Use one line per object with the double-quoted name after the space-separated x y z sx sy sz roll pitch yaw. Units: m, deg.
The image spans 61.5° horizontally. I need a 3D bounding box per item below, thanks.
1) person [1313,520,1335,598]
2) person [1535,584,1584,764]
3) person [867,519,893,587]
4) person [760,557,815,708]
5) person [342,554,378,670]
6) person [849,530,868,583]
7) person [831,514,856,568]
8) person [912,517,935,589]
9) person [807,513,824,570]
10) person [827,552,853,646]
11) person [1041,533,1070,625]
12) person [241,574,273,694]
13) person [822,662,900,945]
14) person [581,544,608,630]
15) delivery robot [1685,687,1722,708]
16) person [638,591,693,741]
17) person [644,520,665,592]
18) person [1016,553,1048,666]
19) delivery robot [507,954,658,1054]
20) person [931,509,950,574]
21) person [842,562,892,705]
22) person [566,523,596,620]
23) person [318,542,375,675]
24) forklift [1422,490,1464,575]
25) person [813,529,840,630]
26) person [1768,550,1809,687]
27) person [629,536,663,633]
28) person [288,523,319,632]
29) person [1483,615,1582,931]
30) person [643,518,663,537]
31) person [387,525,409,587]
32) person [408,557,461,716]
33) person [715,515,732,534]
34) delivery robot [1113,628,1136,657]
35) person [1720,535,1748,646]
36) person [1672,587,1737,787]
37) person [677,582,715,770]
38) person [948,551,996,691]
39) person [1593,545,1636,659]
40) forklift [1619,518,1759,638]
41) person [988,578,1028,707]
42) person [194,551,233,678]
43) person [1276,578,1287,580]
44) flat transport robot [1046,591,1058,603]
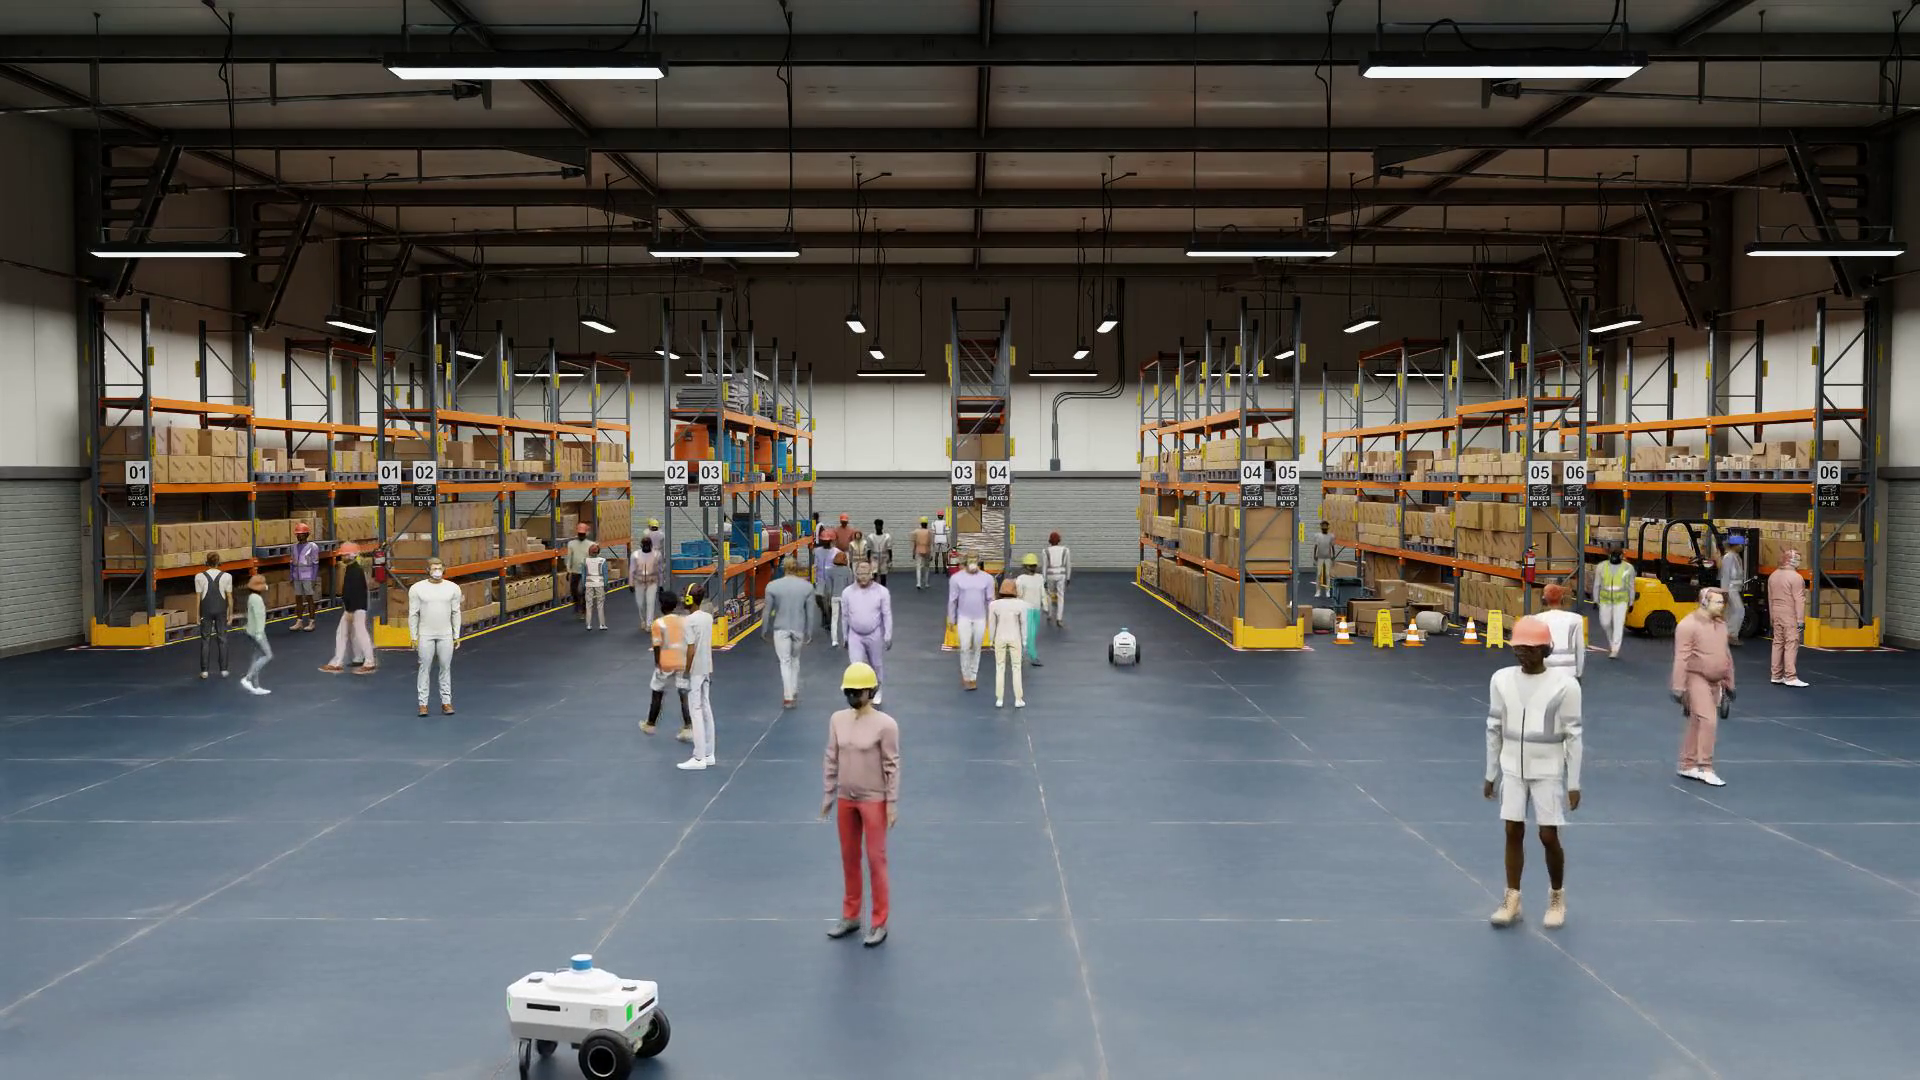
8.818 0.455 39.076 0.535 1.868 0.309 0 2 11 "person"
6.152 1.368 16.679 0.571 1.834 1.014 1 2 17 "person"
-1.866 0.488 37.455 0.610 1.935 0.852 0 2 -1 "person"
-2.229 1.168 20.692 0.649 1.905 0.901 -1 2 -24 "person"
-9.181 1.062 24.598 0.473 1.799 0.604 -2 3 -34 "person"
-2.491 0.556 39.756 0.511 1.610 0.780 0 2 -9 "person"
-3.013 0.306 41.659 0.638 1.949 0.952 0 2 -2 "person"
-0.953 0.333 42.009 0.587 1.886 0.980 0 2 4 "person"
-4.217 0.122 47.506 0.998 1.869 0.608 -1 3 -31 "person"
-2.054 1.015 27.874 0.498 1.634 0.278 1 2 20 "person"
1.895 0.765 31.919 0.587 1.831 1.009 0 2 -2 "person"
-9.399 1.267 21.659 0.342 1.621 0.527 -1 3 -29 "person"
-0.628 1.651 10.246 0.529 1.769 0.330 1 3 33 "person"
-6.952 0.898 30.746 0.513 1.641 0.309 0 2 4 "person"
9.140 1.840 19.851 0.477 0.478 0.707 1 2 18 "delivery robot"
-3.245 1.393 17.997 0.547 1.653 0.846 -2 3 -41 "person"
-7.674 0.410 40.633 0.588 1.833 0.404 -1 2 -14 "person"
1.072 1.069 25.249 0.522 1.738 0.773 -2 3 -40 "person"
-1.878 2.310 8.027 0.707 0.478 0.477 1 2 15 "delivery robot"
-0.578 0.042 48.615 0.552 1.934 0.367 0 2 11 "person"
-1.177 1.202 20.494 0.652 1.866 0.996 0 2 4 "person"
-7.710 0.645 32.863 0.650 1.977 0.482 0 2 -1 "person"
-9.054 1.015 23.776 0.904 1.956 0.650 -1 3 -30 "person"
13.926 -0.371 47.846 1.873 2.768 1.129 0 2 0 "forklift"
-2.545 0.756 30.851 0.570 1.917 0.419 1 2 14 "person"
11.625 1.091 22.615 0.403 1.904 0.652 0 2 -8 "person"
-5.942 0.820 30.617 0.633 1.816 0.814 0 2 -5 "person"
-12.436 0.707 30.560 0.608 2.044 0.370 1 2 15 "person"
3.731 1.505 10.551 0.623 2.043 0.411 2 3 43 "person"
-8.416 0.289 44.411 0.648 1.781 0.814 -2 3 -34 "person"
-12.514 0.540 36.081 0.551 1.934 0.357 0 2 -3 "person"
-6.463 1.182 19.898 0.630 1.940 0.372 -1 3 -27 "person"
-6.859 0.143 46.908 0.515 1.873 0.329 0 2 -5 "person"
2.577 1.625 25.282 0.477 0.478 0.707 0 2 6 "delivery robot"
13.392 0.872 27.822 0.617 1.924 0.645 2 3 39 "person"
7.171 1.390 15.413 0.666 1.876 0.737 -1 3 -32 "person"
-2.664 1.361 16.255 0.329 1.871 0.513 1 2 20 "person"
0.190 1.111 22.015 0.654 1.907 0.857 0 2 -7 "person"
10.653 0.985 26.263 0.636 1.826 0.699 1 3 33 "person"
13.417 0.684 29.791 2.313 2.155 1.214 0 2 0 "forklift"
0.610 1.306 20.547 0.501 1.632 0.280 0 2 9 "person"
-10.893 1.086 23.579 0.505 1.841 0.331 -1 3 -28 "person"
9.141 0.158 45.673 0.356 1.936 0.551 1 3 31 "person"
1.894 1.325 37.499 0.652 0.197 1.431 0 2 -12 "flat transport robot"
